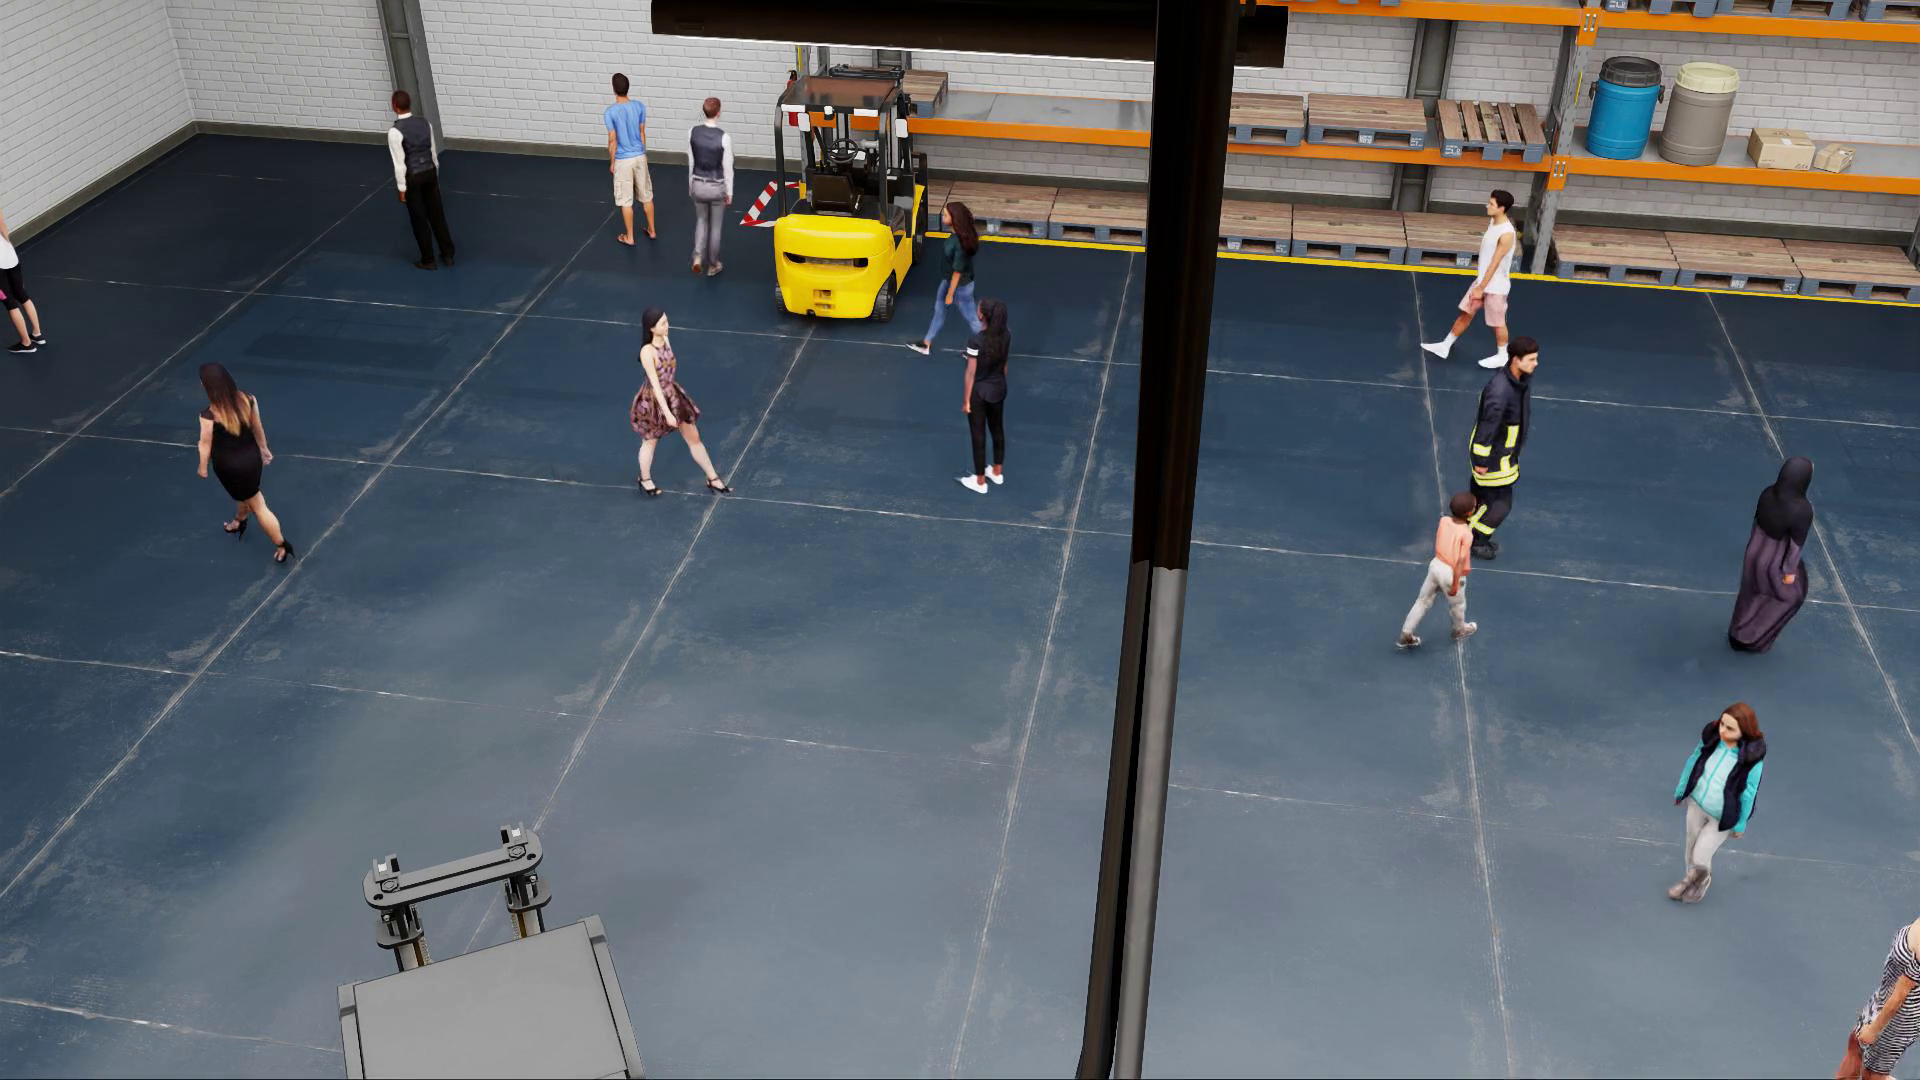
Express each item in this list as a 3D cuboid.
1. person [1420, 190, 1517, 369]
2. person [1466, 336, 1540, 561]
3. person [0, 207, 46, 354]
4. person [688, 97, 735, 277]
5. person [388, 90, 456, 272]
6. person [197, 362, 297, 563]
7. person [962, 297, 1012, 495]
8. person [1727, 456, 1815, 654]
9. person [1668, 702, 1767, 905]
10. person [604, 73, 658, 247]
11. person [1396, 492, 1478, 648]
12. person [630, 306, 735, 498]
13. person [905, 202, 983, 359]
[{"bbox_3d":[5.048,-2.383,15.499,1.106,1.747,0.774,-1,34,-2],"label":"person"},{"bbox_3d":[4.077,-0.744,12.880,0.896,1.918,0.918,24,40,31],"label":"person"},{"bbox_3d":[-9.137,-2.637,15.846,0.520,1.787,0.613,7,34,11],"label":"person"},{"bbox_3d":[-2.610,-3.590,17.157,0.765,1.922,0.793,7,34,10],"label":"person"},{"bbox_3d":[-5.662,-3.765,17.425,0.781,1.917,0.785,25,41,33],"label":"person"},{"bbox_3d":[-5.463,-0.536,12.790,1.096,1.671,0.827,14,36,20],"label":"person"},{"bbox_3d":[0.226,-1.210,13.751,0.706,1.730,0.743,-28,42,-35],"label":"person"},{"bbox_3d":[5.739,0.127,11.847,0.873,1.609,0.796,-11,35,-16],"label":"person"},{"bbox_3d":[4.503,1.548,9.820,0.762,1.488,0.709,-17,37,-24],"label":"person"},{"bbox_3d":[-3.575,-4.129,18.020,0.737,1.864,0.787,-23,40,-30],"label":"person"},{"bbox_3d":[3.443,0.254,11.950,0.946,1.283,0.837,-17,37,-24],"label":"person"},{"bbox_3d":[-2.514,-1.074,13.537,1.113,1.739,0.733,11,35,16],"label":"person"},{"bbox_3d":[0.077,-2.412,15.689,1.083,1.585,0.800,-4,34,-6],"label":"person"}]
